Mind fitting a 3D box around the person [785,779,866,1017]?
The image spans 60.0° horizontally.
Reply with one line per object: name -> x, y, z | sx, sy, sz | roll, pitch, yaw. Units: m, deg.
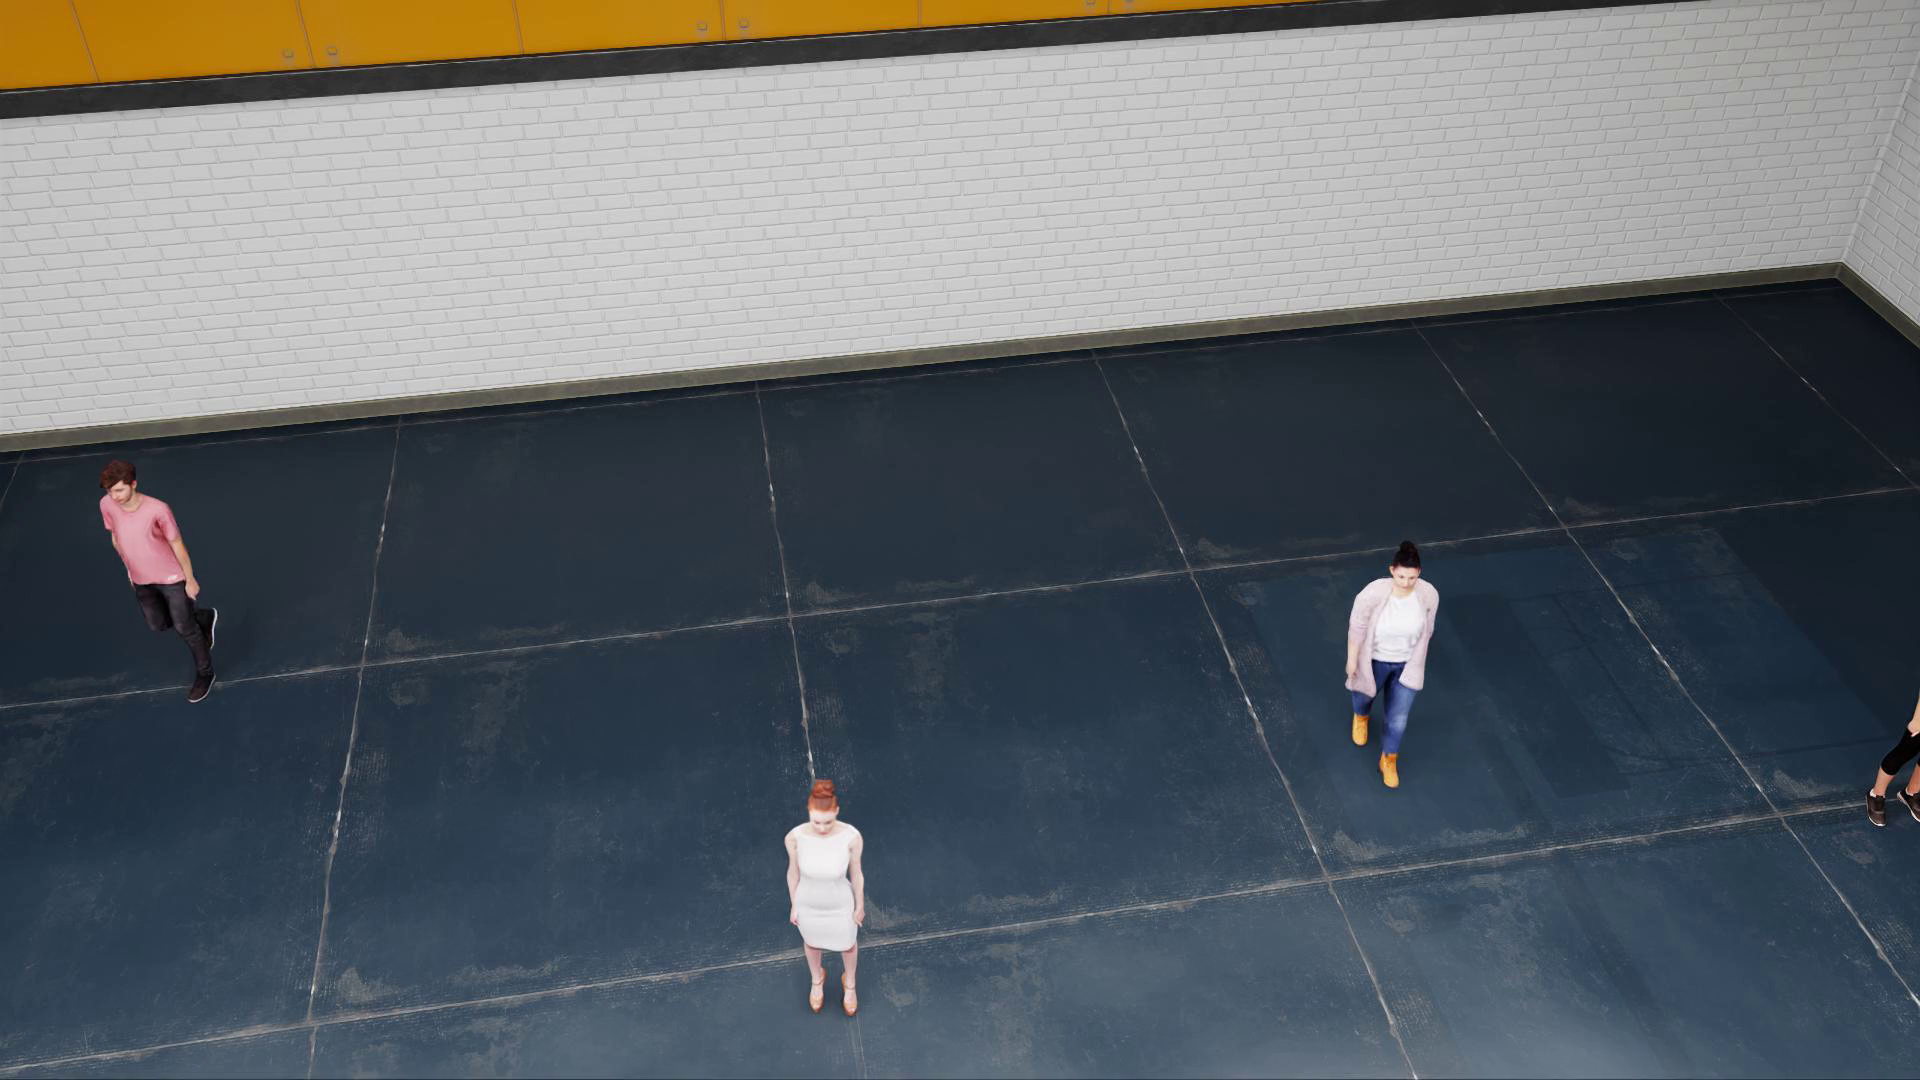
person -> -0.707, 1.927, 8.887 | 0.593, 1.794, 0.548 | 1, 39, 1

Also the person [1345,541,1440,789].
person -> 2.698, 0.665, 10.529 | 0.841, 1.717, 1.011 | 3, 39, 4

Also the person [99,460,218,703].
person -> -5.213, 0.171, 10.974 | 0.816, 1.933, 0.993 | 3, 39, 3
